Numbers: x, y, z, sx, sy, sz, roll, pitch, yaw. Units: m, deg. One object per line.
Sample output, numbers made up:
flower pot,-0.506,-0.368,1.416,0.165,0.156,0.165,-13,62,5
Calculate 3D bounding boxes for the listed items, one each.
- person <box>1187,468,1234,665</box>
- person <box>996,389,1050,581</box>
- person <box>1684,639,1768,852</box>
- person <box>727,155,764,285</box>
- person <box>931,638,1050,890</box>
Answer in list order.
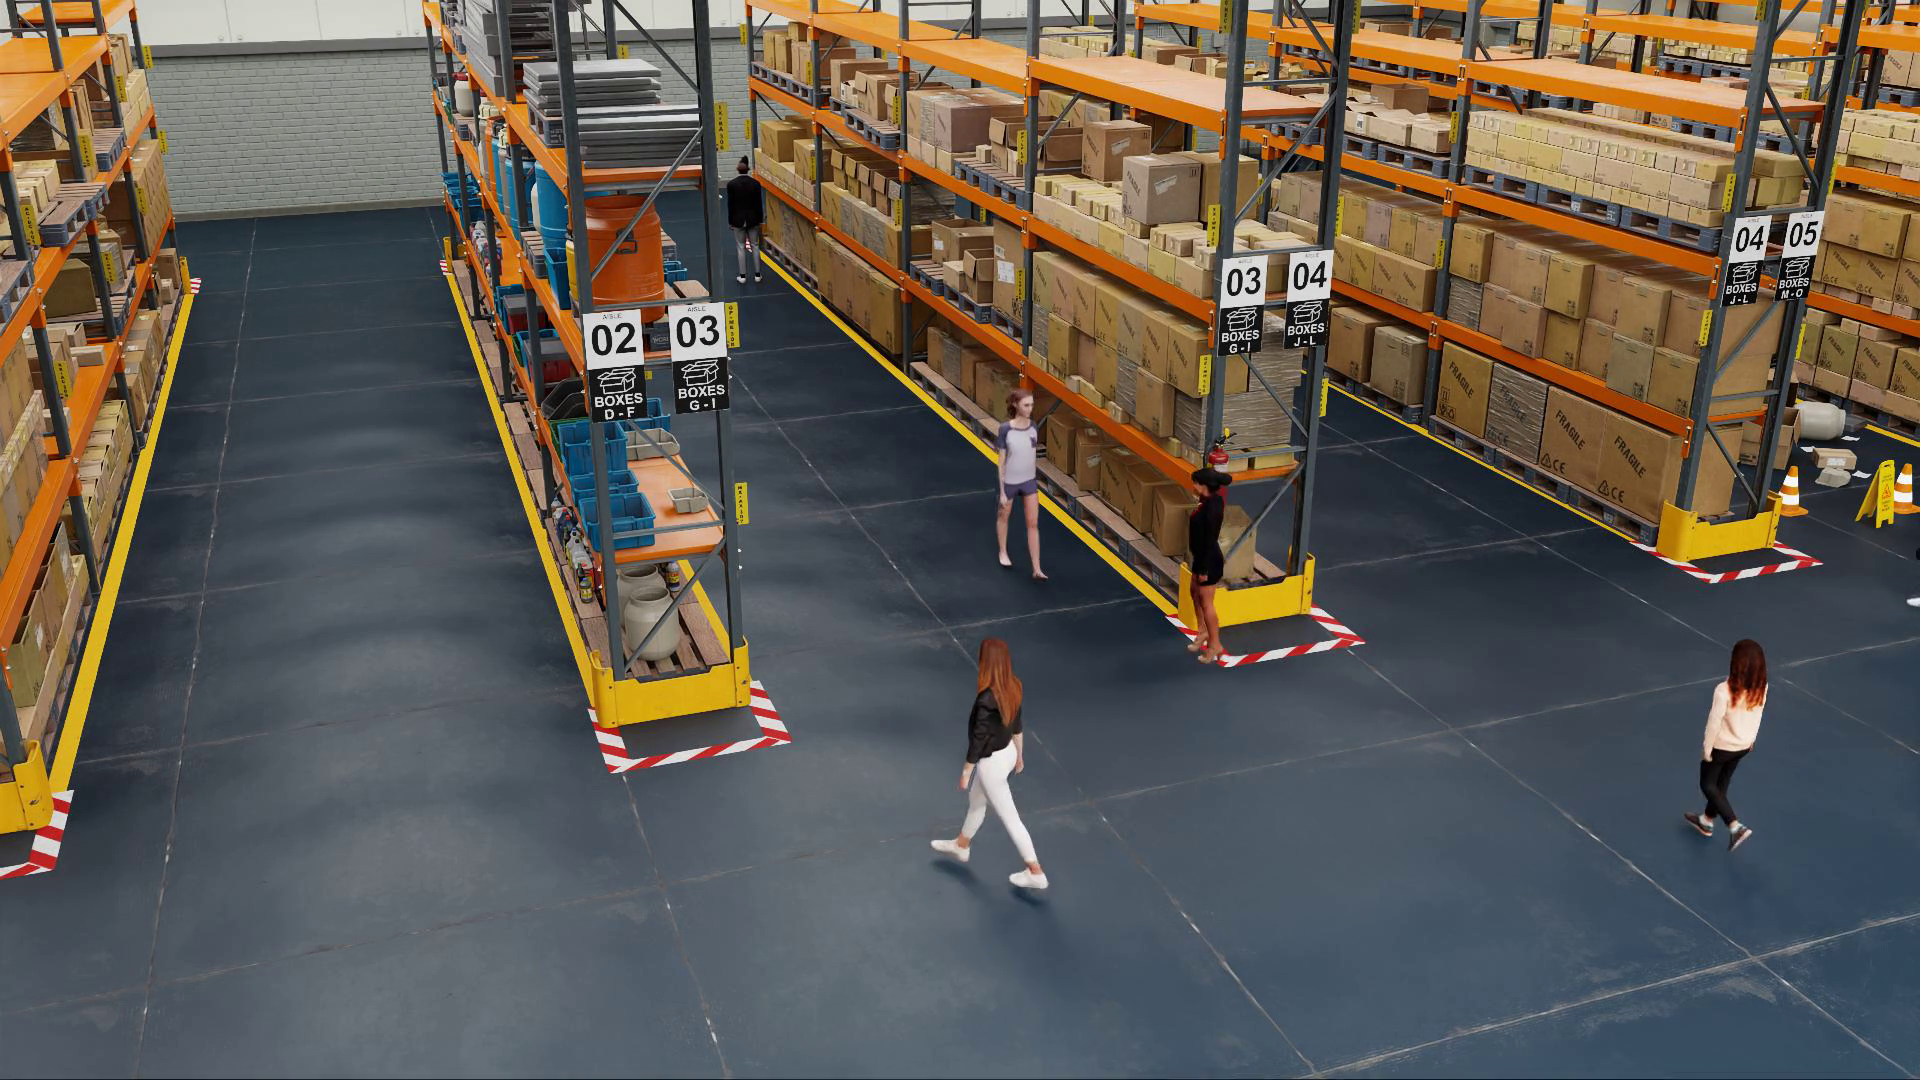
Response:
person,2.048,0.199,13.428,0.749,1.616,0.647,1,22,2
person,0.478,-0.535,15.078,0.613,1.724,1.086,-6,23,-15
person,5.035,1.345,10.817,0.567,1.471,0.810,-7,23,-17
person,-3.286,-4.931,25.531,0.718,1.948,0.608,-6,23,-14
person,0.290,1.430,10.357,1.158,1.660,1.068,12,25,26
